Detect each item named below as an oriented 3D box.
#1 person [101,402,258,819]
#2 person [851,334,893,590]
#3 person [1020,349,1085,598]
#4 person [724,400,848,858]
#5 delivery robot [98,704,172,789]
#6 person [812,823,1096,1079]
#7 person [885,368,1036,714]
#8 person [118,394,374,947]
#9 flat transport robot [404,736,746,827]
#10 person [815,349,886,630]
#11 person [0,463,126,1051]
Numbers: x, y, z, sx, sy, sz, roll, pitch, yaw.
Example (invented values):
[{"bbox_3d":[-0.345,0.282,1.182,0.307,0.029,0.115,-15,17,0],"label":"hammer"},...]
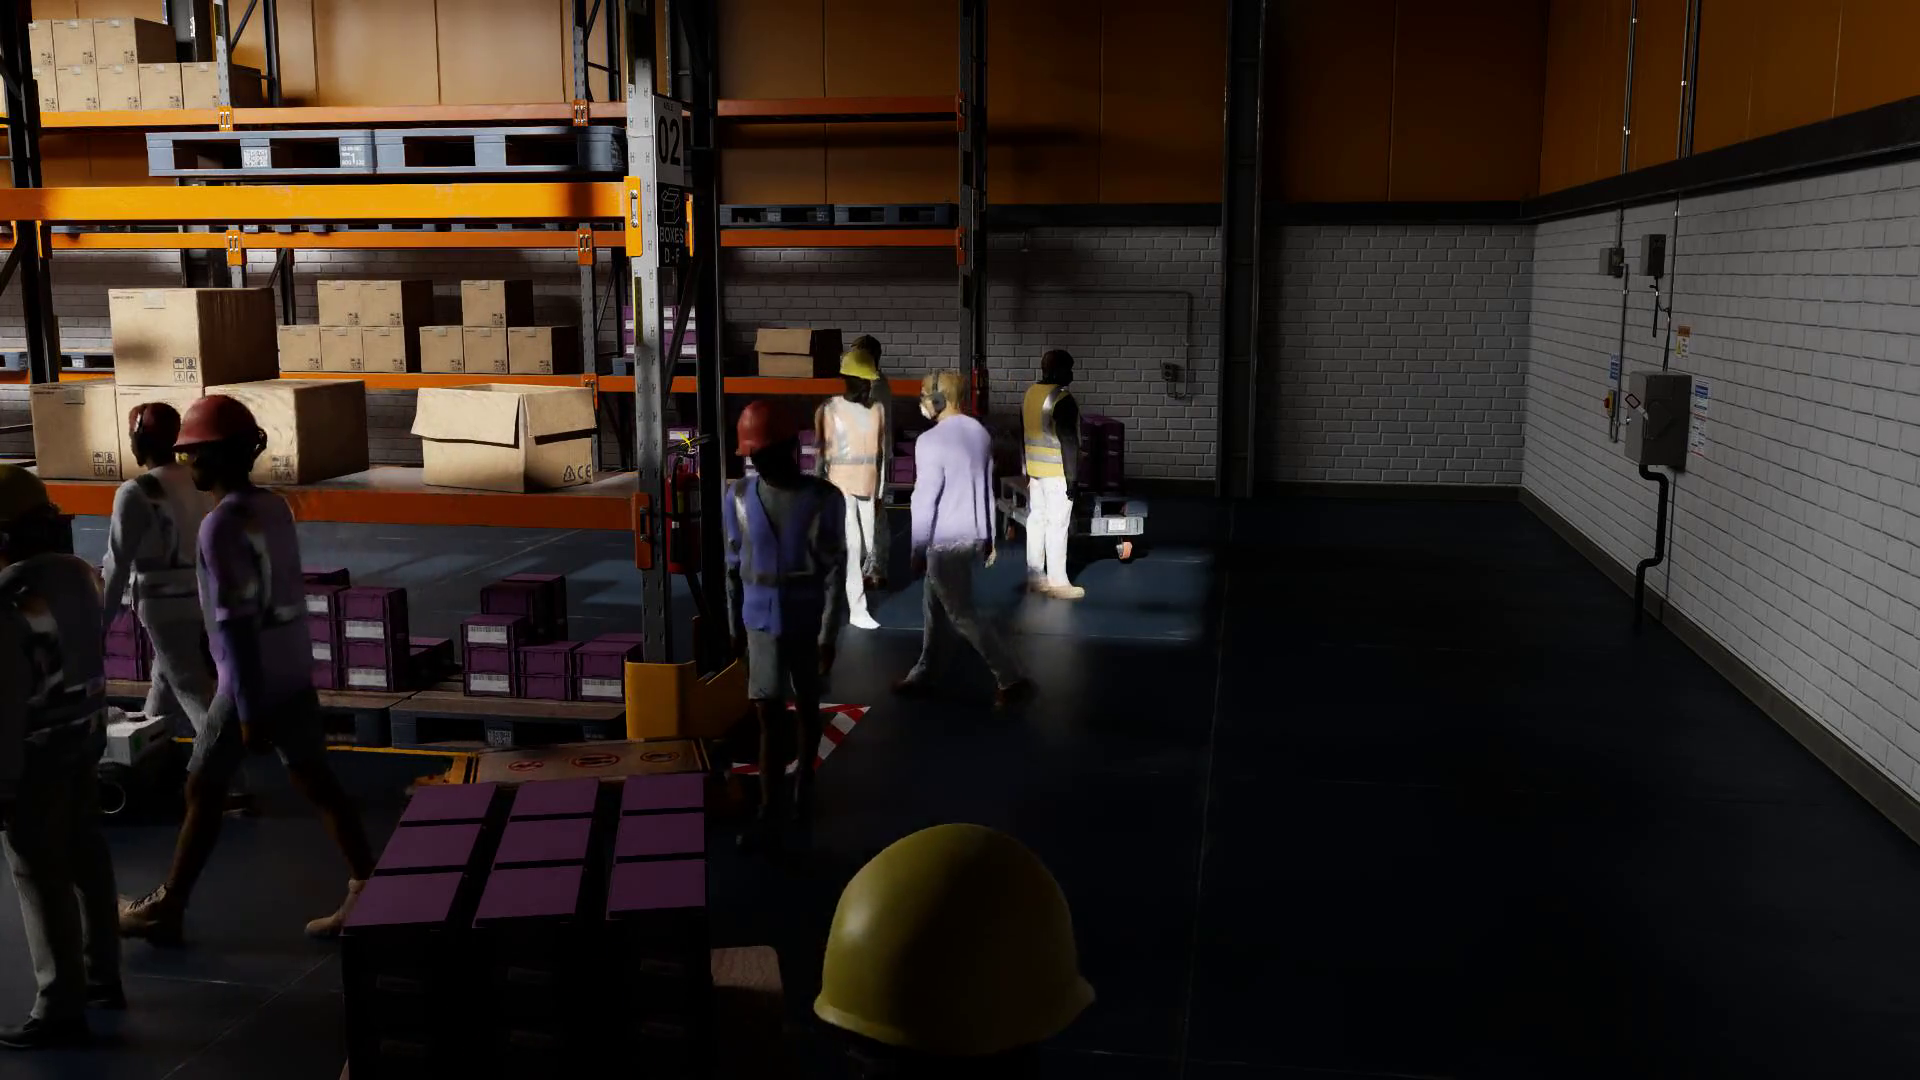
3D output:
[{"bbox_3d":[-3.549,0.315,7.342,0.970,1.833,0.598,2,9,13],"label":"person"},{"bbox_3d":[-0.692,-0.587,12.647,0.372,1.940,0.630,-1,9,-6],"label":"person"},{"bbox_3d":[0.702,-0.494,12.369,0.429,1.842,0.633,-5,10,-28],"label":"person"},{"bbox_3d":[-0.742,0.360,6.943,0.538,1.871,0.939,1,9,4],"label":"person"},{"bbox_3d":[-3.922,0.898,7.417,0.707,0.478,0.477,0,9,0],"label":"delivery robot"},{"bbox_3d":[0.025,1.204,1.650,0.652,1.906,0.592,-8,12,-41],"label":"person"},{"bbox_3d":[0.012,0.006,9.115,0.970,1.901,0.640,5,11,29],"label":"person"},{"bbox_3d":[-2.538,0.479,5.906,1.067,1.976,0.618,0,9,0],"label":"person"},{"bbox_3d":[-1.709,1.084,7.430,1.431,0.197,0.652,-2,9,-13],"label":"flat transport robot"},{"bbox_3d":[-0.786,-0.365,11.405,0.588,1.901,0.759,-9,13,-43],"label":"person"},{"bbox_3d":[-2.883,0.668,5.194,0.404,1.827,0.599,0,9,-1],"label":"person"}]
